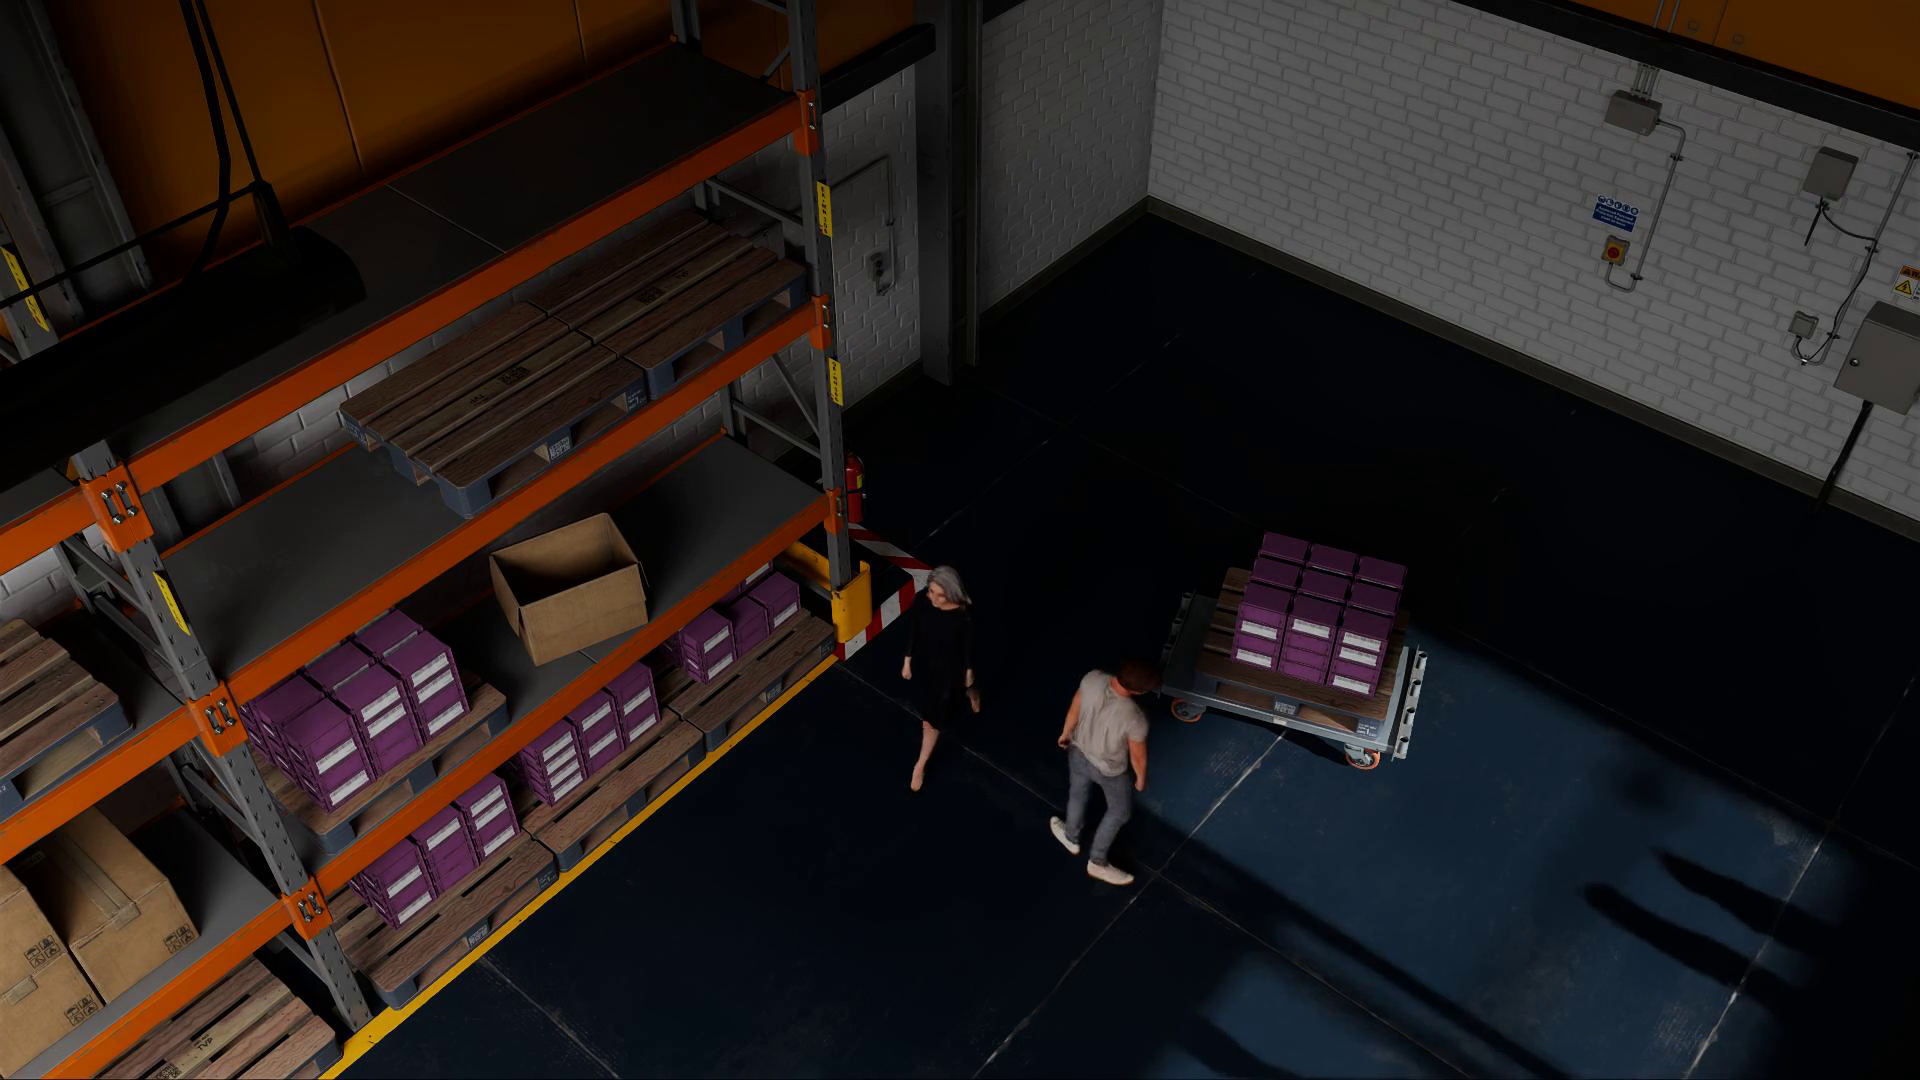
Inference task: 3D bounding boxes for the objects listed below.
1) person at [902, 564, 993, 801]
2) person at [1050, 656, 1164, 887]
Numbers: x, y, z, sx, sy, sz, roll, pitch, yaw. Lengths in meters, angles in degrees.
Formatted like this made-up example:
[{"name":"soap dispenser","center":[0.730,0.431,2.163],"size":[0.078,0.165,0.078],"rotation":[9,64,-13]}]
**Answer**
[{"name":"person","center":[-0.062,0.736,10.178],"size":[0.669,1.711,1.168],"rotation":[24,49,23]},{"name":"person","center":[0.753,1.238,9.553],"size":[0.829,1.845,0.533],"rotation":[21,47,20]}]
